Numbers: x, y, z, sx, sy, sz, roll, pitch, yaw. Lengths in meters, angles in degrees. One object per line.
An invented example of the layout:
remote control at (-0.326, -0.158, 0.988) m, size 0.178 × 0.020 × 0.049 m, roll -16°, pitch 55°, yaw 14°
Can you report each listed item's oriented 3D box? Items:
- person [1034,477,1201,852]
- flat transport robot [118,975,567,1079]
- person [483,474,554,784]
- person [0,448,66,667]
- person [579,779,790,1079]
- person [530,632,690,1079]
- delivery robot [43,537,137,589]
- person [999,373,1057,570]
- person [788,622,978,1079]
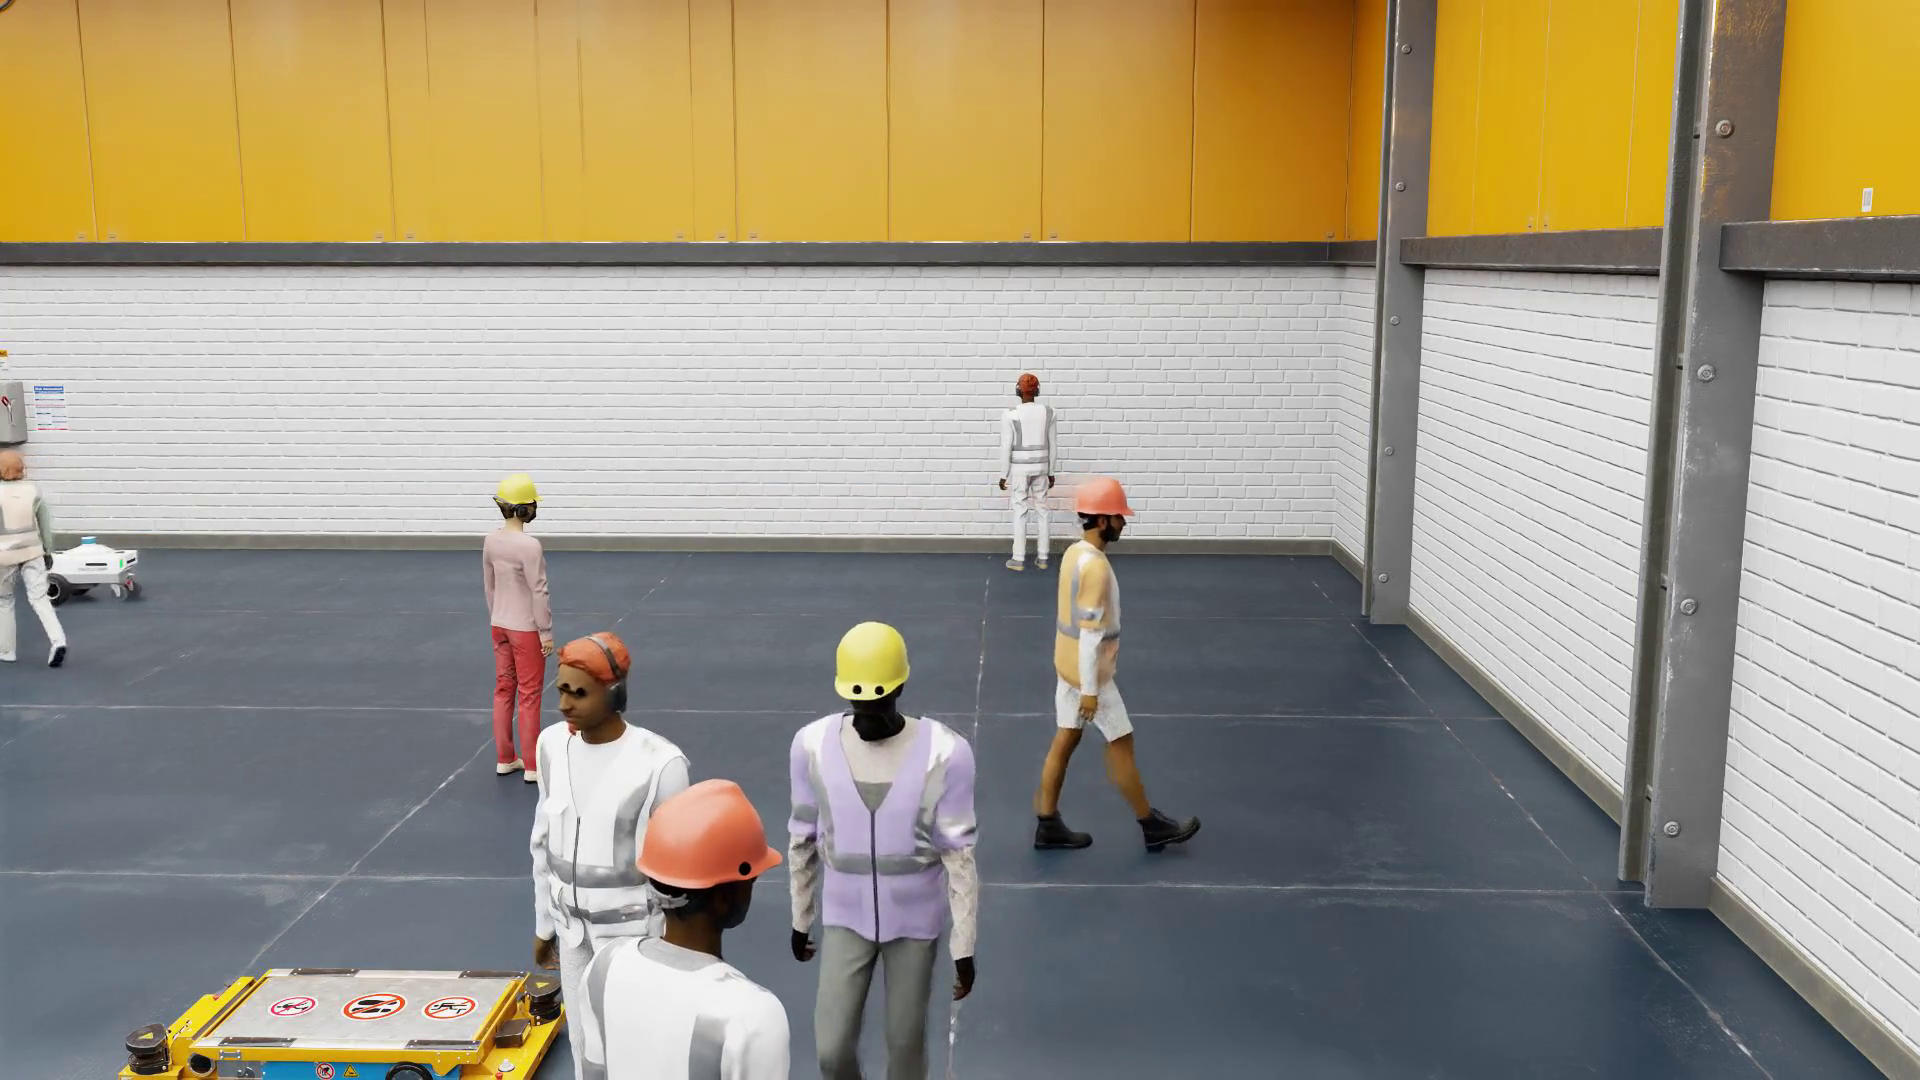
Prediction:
person at (0.780, 0.637, 8.313) m, size 0.877 × 1.901 × 0.571 m, roll -2°, pitch 10°, yaw -10°
flat transport robot at (-2.249, 1.820, 6.161) m, size 1.431 × 0.197 × 0.652 m, roll 0°, pitch 10°, yaw 2°
person at (-2.500, 0.503, 9.496) m, size 0.524 × 1.769 × 0.314 m, roll 8°, pitch 13°, yaw 39°
person at (-6.842, 0.133, 12.123) m, size 0.770 × 1.612 × 0.523 m, roll 8°, pitch 12°, yaw 38°
person at (-0.524, 1.443, 3.491) m, size 0.552 × 1.935 × 0.360 m, roll 7°, pitch 12°, yaw 36°
person at (-1.066, 1.199, 5.075) m, size 0.585 × 1.882 × 0.337 m, roll 5°, pitch 11°, yaw 28°
delivery robot at (-7.559, 0.214, 14.457) m, size 0.707 × 0.478 × 0.477 m, roll -1°, pitch 10°, yaw -4°
person at (0.652, -0.646, 15.886) m, size 0.572 × 1.883 × 0.356 m, roll -3°, pitch 10°, yaw -18°
person at (-0.244, 1.177, 5.147) m, size 0.611 × 1.904 × 0.477 m, roll 1°, pitch 10°, yaw 6°
